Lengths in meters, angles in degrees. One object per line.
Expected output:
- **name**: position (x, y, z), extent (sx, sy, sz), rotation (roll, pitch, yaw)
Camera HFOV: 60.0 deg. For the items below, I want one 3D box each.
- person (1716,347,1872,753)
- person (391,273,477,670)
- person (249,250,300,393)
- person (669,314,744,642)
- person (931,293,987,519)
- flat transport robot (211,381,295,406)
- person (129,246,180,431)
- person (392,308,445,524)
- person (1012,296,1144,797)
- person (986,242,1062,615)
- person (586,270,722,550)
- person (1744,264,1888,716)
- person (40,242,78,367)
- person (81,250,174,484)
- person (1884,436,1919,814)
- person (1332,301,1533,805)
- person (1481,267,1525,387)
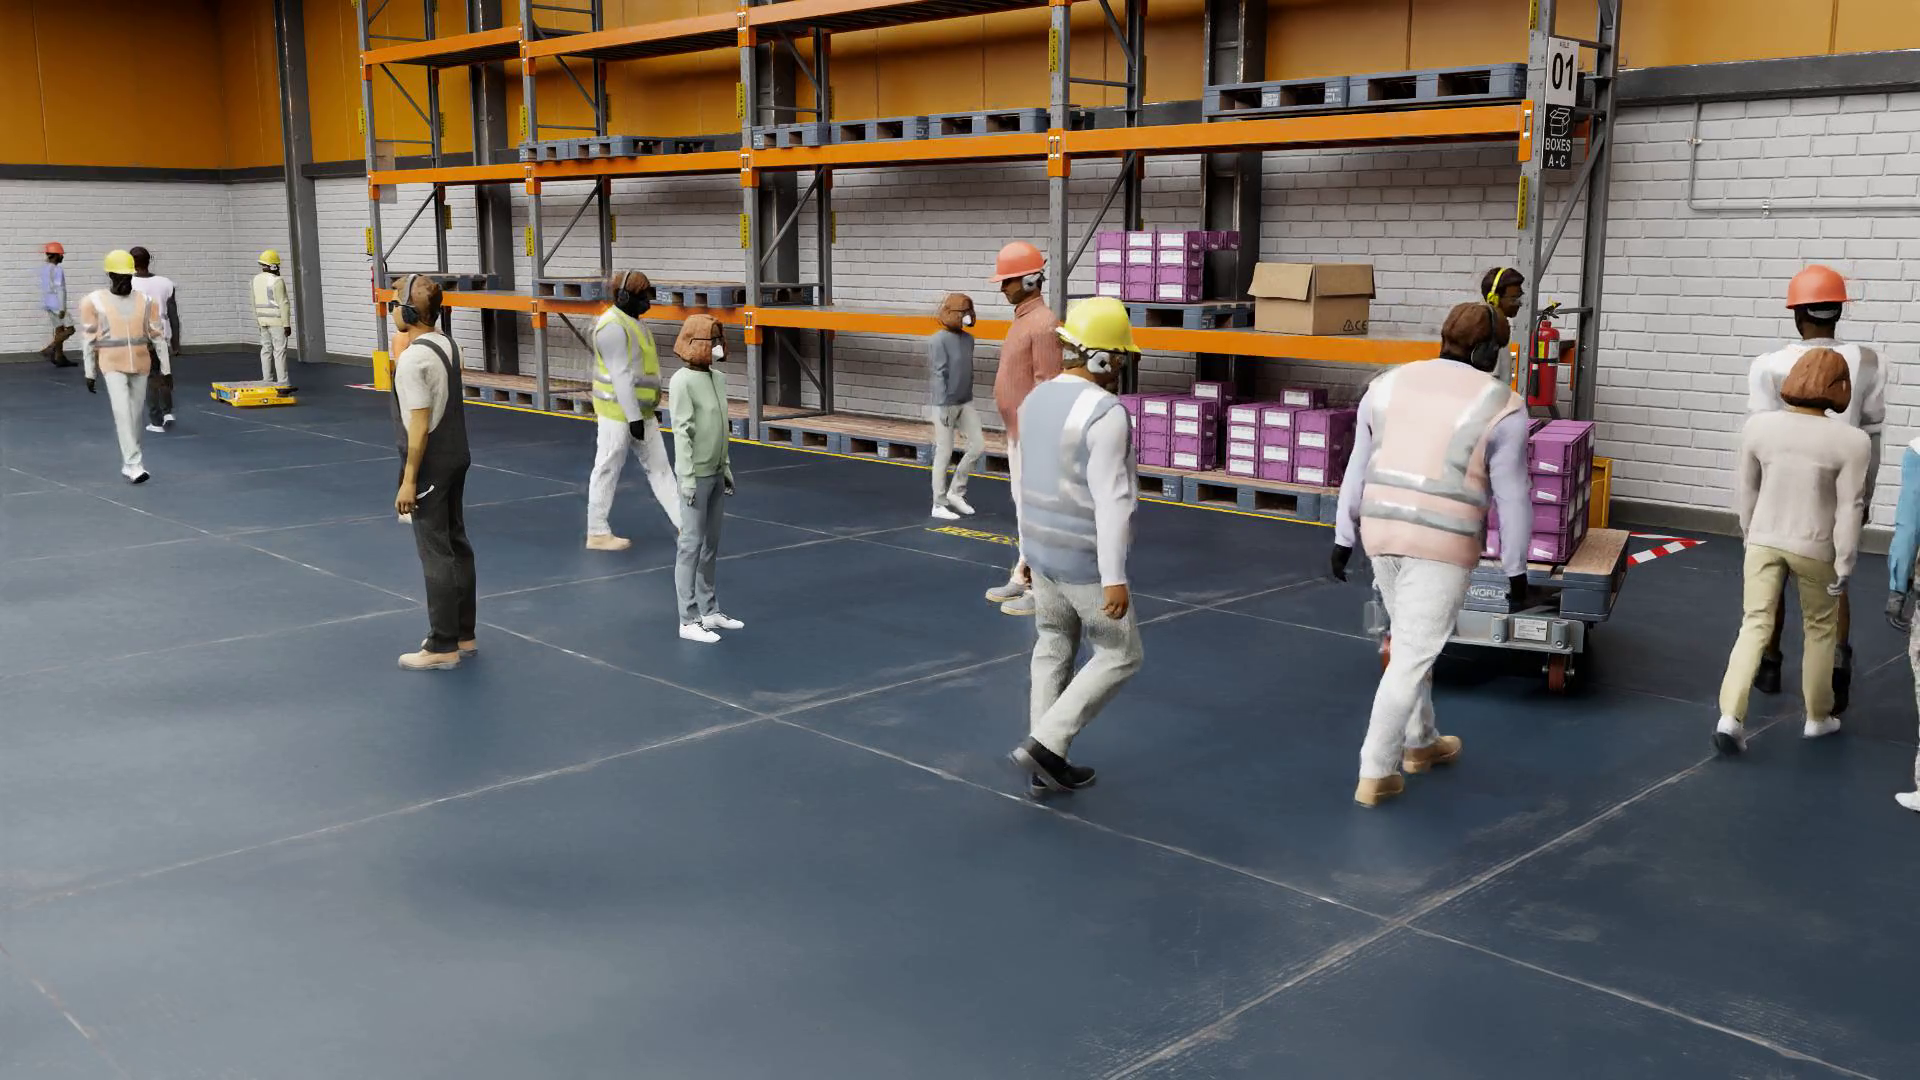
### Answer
- **person**: position (3.263, 0.041, 6.533), extent (0.499, 1.599, 0.797), rotation (10, 15, 44)
- **person**: position (-2.477, -0.312, 7.778), extent (0.343, 1.847, 0.507), rotation (1, 10, 7)
- **person**: position (-8.784, -2.789, 21.314), extent (0.588, 1.835, 0.403), rotation (6, 12, 29)
- **person**: position (-1.285, -0.315, 8.375), extent (0.286, 1.633, 0.500), rotation (3, 11, 16)
- **person**: position (-0.035, -0.945, 11.861), extent (0.389, 1.621, 0.509), rotation (8, 13, 39)
- **flat transport robot**: position (-8.562, -1.783, 20.095), extent (0.652, 0.197, 1.431), rotation (-7, 13, -34)
- **person**: position (-8.423, -2.072, 17.222), extent (0.513, 1.901, 0.590), rotation (9, 14, 40)
- **person**: position (-3.783, -0.955, 11.731), extent (0.339, 1.684, 0.531), rotation (4, 11, 18)
- **person**: position (0.412, 0.052, 5.883), extent (0.432, 1.811, 0.673), rotation (-6, 12, -29)
- **person**: position (0.351, -0.594, 8.933), extent (0.392, 1.986, 0.610), rotation (-2, 11, -11)
- **person**: position (-2.007, -0.814, 10.648), extent (0.929, 1.794, 0.627), rotation (2, 11, 8)
- **person**: position (3.625, -0.207, 7.078), extent (0.549, 1.908, 0.765), rotation (3, 11, 17)
- **person**: position (-13.839, -3.583, 25.420), extent (0.545, 1.925, 0.492), rotation (7, 13, 34)
- **person**: position (-6.739, -1.395, 13.547), extent (0.929, 1.885, 0.605), rotation (10, 14, 43)
- **person**: position (3.453, 0.193, 5.643), extent (0.547, 1.619, 0.535), rotation (1, 10, 4)
- **person**: position (1.727, 0.042, 6.029), extent (0.838, 1.782, 0.640), rotation (-10, 14, -42)
- **person**: position (3.021, -0.617, 9.447), extent (0.406, 1.847, 0.513), rotation (4, 11, 21)
